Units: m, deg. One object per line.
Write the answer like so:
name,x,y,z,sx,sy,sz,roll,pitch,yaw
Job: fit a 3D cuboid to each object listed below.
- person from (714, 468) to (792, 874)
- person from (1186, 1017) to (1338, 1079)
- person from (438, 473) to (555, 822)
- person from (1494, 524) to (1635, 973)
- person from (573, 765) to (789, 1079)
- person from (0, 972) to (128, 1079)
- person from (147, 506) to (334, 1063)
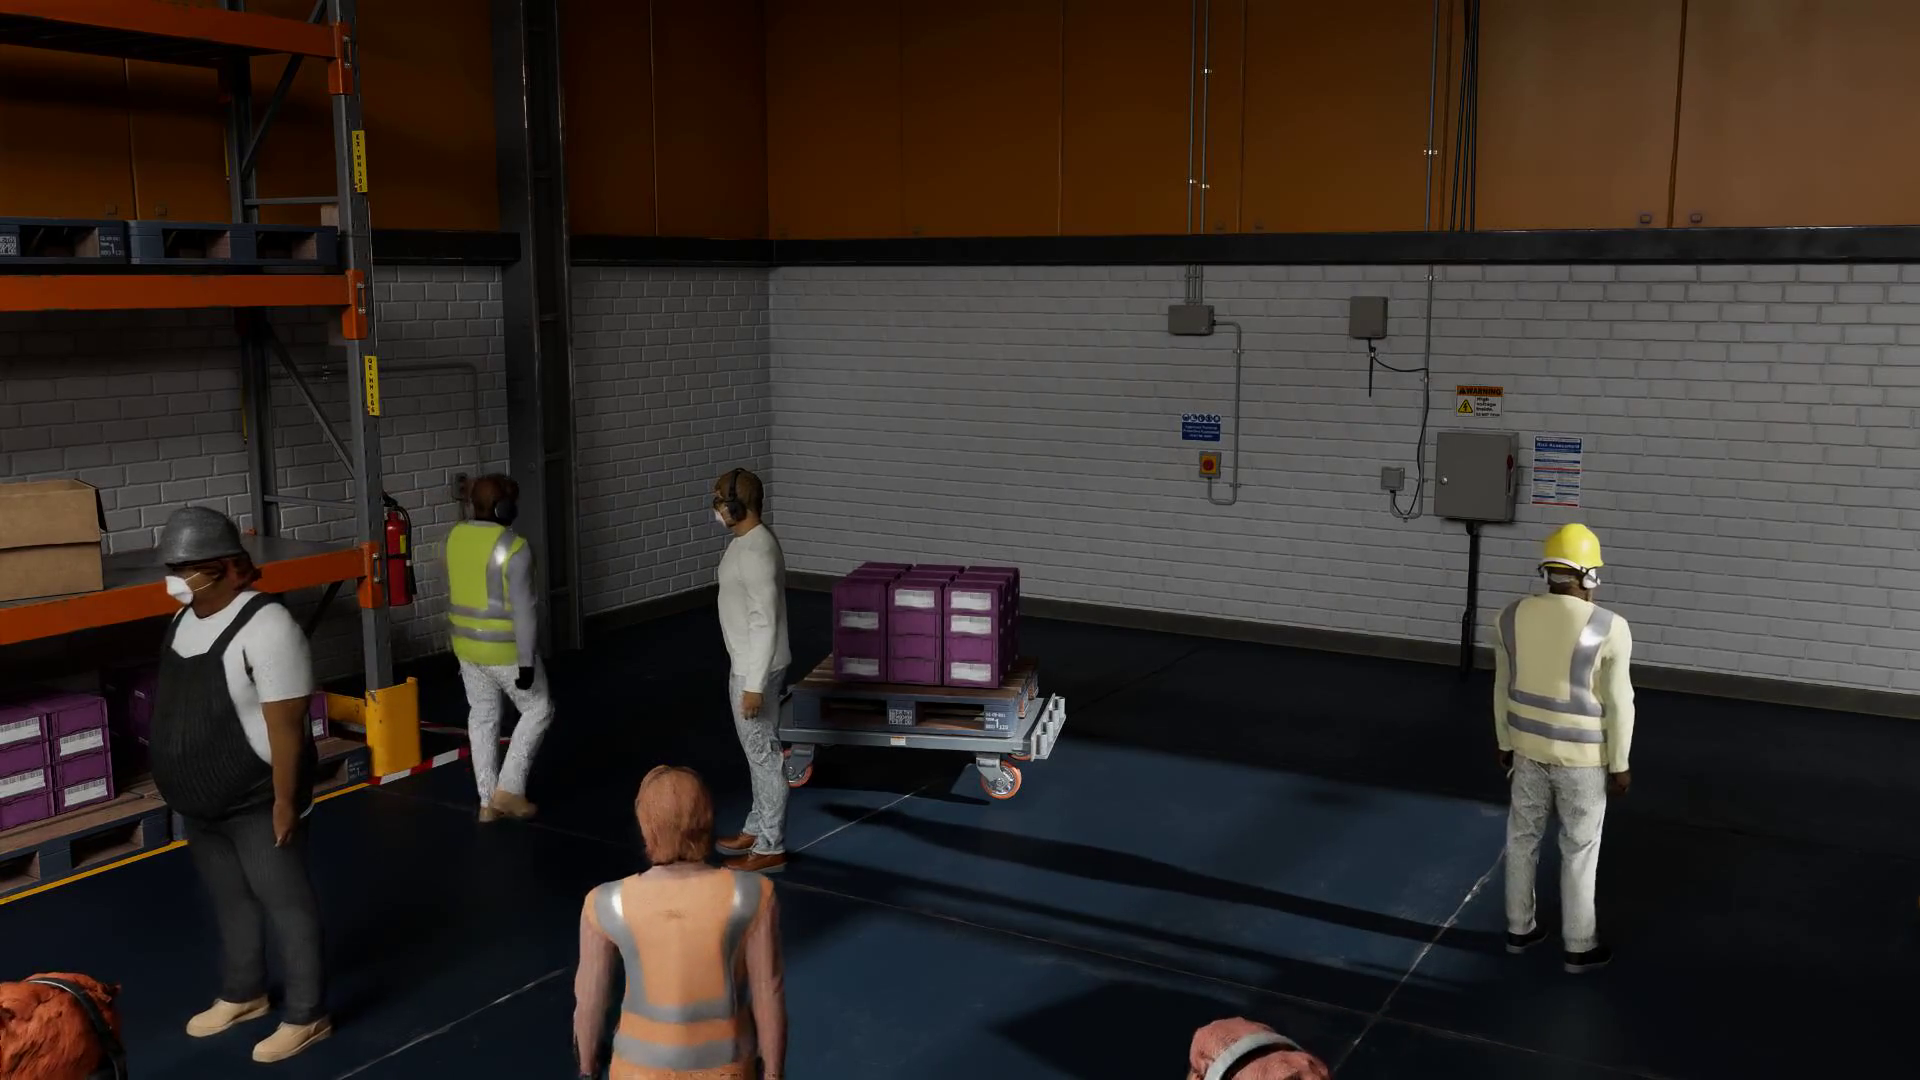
person,-0.986,0.621,7.877,0.376,1.936,0.627,-2,9,-10
person,0.390,1.553,2.186,0.654,1.900,0.395,-3,10,-20
person,-2.377,0.567,8.564,0.628,1.829,0.445,5,10,29
person,2.470,0.845,6.832,0.403,1.830,0.594,-7,12,-39
person,-0.715,1.354,4.284,0.541,1.602,0.705,-1,9,-8
person,-1.241,1.528,2.367,0.576,1.886,0.362,-2,9,-14
person,-2.642,0.865,6.025,0.688,2.000,0.539,6,11,34
